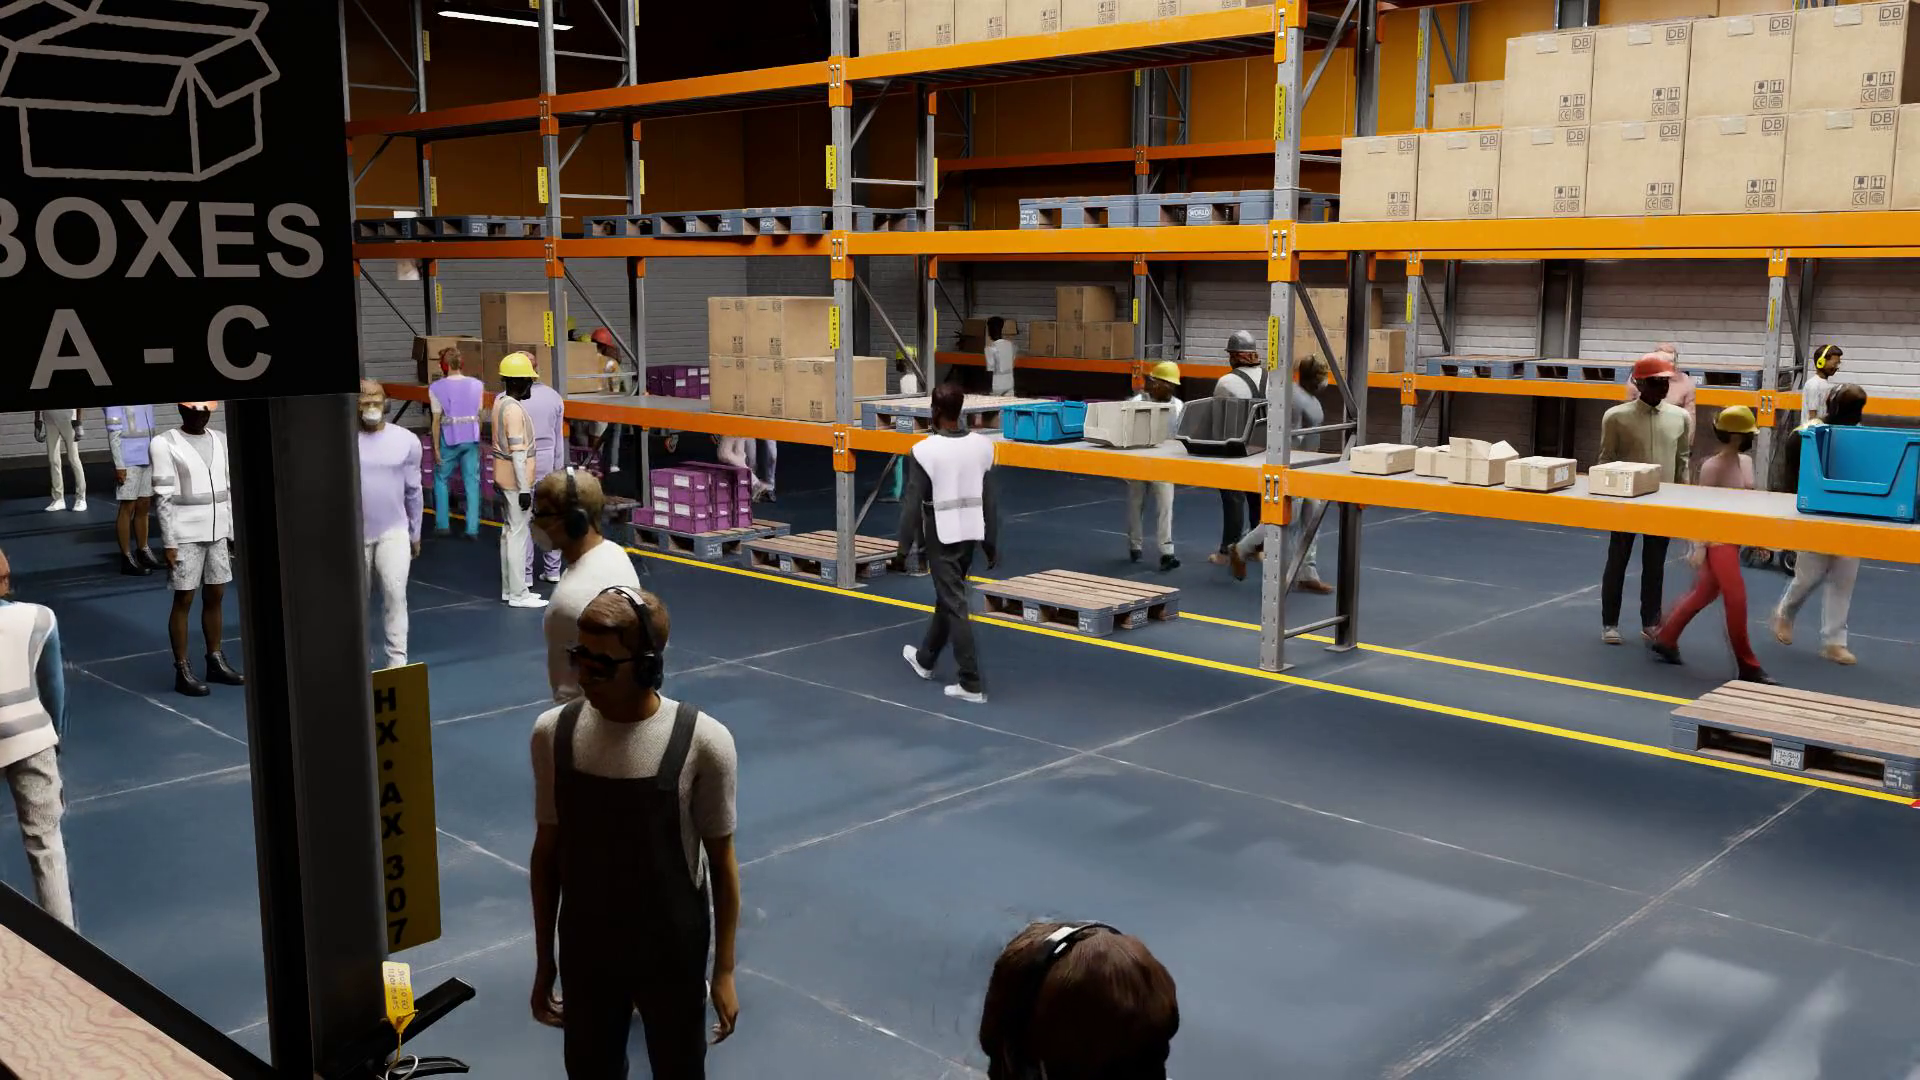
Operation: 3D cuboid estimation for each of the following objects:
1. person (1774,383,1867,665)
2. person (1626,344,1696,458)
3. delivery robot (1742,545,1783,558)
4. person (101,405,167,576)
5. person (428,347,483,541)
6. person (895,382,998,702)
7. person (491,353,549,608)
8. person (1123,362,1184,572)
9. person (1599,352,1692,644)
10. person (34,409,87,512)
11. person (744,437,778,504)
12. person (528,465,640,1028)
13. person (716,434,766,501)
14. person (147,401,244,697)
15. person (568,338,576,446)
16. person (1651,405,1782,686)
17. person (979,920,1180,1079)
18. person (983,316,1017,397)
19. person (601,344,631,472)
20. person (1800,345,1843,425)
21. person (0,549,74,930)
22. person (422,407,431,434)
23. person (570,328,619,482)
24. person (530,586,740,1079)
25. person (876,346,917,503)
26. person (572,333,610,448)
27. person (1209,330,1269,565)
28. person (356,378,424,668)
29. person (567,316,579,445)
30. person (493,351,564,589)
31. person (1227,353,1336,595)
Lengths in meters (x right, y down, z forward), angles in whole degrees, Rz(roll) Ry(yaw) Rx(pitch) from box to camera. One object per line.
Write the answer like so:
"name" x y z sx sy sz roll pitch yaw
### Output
"person" 5.687 -0.118 10.875 0.647 1.830 0.539 -1 9 -5
"person" 6.890 -1.028 16.450 0.653 1.854 0.895 2 9 12
"delivery robot" 7.013 -0.052 14.089 0.477 0.478 0.707 -5 11 -29
"person" -6.907 -0.675 13.962 0.360 1.939 0.543 1 9 7
"person" -4.797 -0.905 15.747 0.568 1.822 0.707 -8 12 -42
"person" -0.145 -0.008 10.041 0.619 1.876 0.938 -8 12 -40
"person" -3.346 -0.449 12.612 0.367 1.926 0.594 -4 10 -24
"person" 1.655 -0.628 14.179 0.610 1.758 0.959 -1 9 -8
"person" 4.660 -0.279 11.352 0.622 1.996 0.368 0 9 2
"person" -9.511 -1.220 17.550 0.514 1.862 0.315 0 9 -1
"person" -2.202 -1.253 18.079 0.535 1.755 0.403 -3 10 -16
"person" -1.222 0.701 5.574 0.462 1.920 0.649 -1 9 -6
"person" -2.372 -1.329 17.838 0.527 1.977 0.632 2 10 15
"person" -4.586 -0.034 10.062 0.374 1.930 0.542 5 10 26
"person" -4.907 -1.733 21.259 0.365 1.677 0.540 3 10 17
"person" 4.776 0.004 10.450 0.535 1.725 0.885 -8 12 -41
"person" 0.073 1.320 2.129 0.636 1.821 0.776 -7 11 -36
"person" 0.551 -2.108 22.786 0.618 1.933 0.943 -8 12 -39
"person" -4.401 -1.641 20.869 0.534 1.612 0.475 0 9 2
"person" 7.948 -0.873 15.424 0.327 1.860 0.521 5 11 29
"person" -3.567 0.776 6.124 0.879 1.592 0.541 8 12 41
"person" -6.790 -1.769 21.727 0.515 1.586 0.880 6 11 31
"person" -4.299 -1.547 19.518 0.583 1.883 0.941 0 9 3
"person" -0.772 1.007 3.947 0.506 1.842 0.350 1 9 9
"person" -0.486 -1.248 18.113 0.779 1.735 0.538 3 10 17
"person" -4.485 -1.588 20.038 0.630 1.792 0.828 -4 10 -22
"person" 2.410 -0.804 14.444 0.673 2.000 0.536 -6 11 -34
"person" -3.633 -0.058 10.289 0.633 1.912 0.900 -4 10 -24
"person" -5.473 -2.174 23.252 0.616 1.900 0.444 2 10 14
"person" -3.486 -0.563 13.374 0.403 1.906 0.651 7 12 38
"person" 2.597 -0.532 13.202 0.825 1.906 0.652 6 11 33
